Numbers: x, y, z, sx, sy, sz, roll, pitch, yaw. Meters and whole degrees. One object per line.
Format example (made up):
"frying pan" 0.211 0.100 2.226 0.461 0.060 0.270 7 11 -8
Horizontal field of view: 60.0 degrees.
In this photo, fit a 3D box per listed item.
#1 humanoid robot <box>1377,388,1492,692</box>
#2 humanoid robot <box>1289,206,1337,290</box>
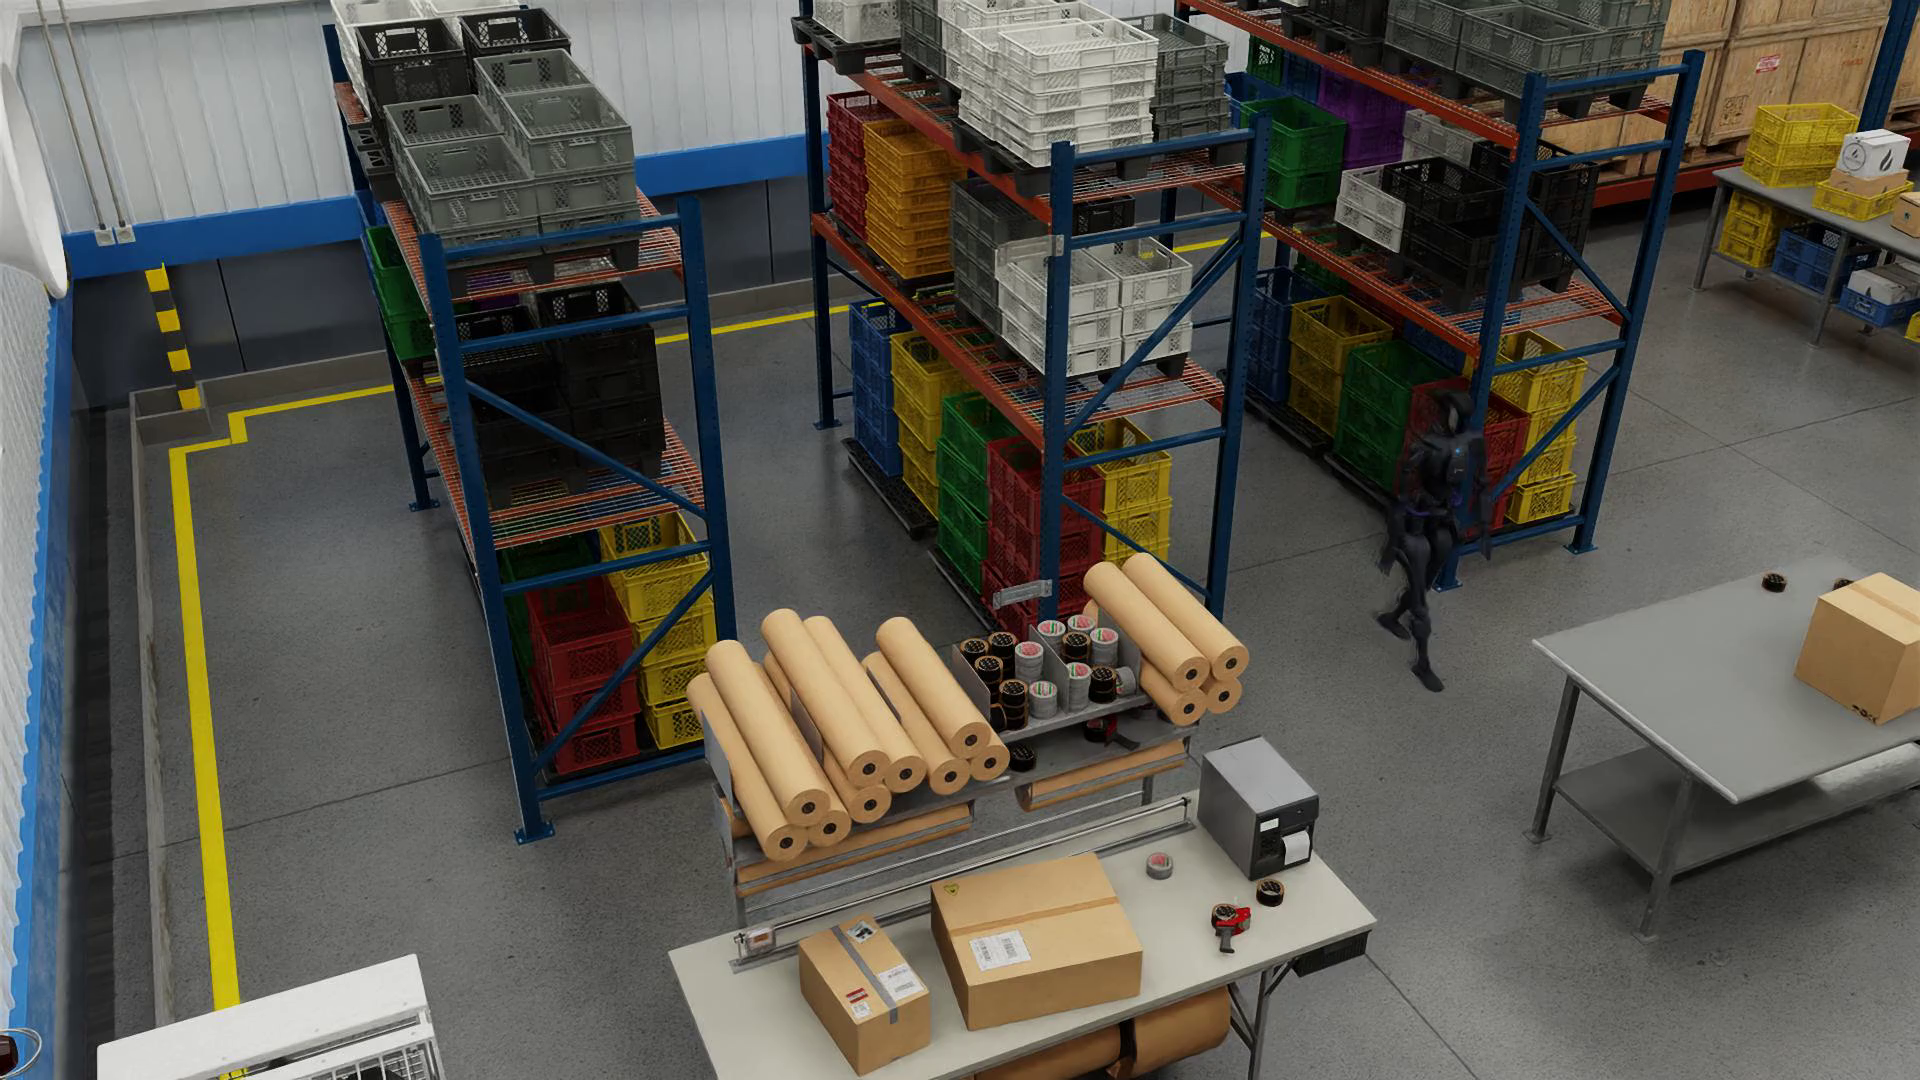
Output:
"humanoid robot" 2.500 -0.061 8.775 0.591 1.639 0.699 -15 35 -23
"humanoid robot" 2.853 -2.739 13.070 0.469 1.642 0.567 26 40 36
